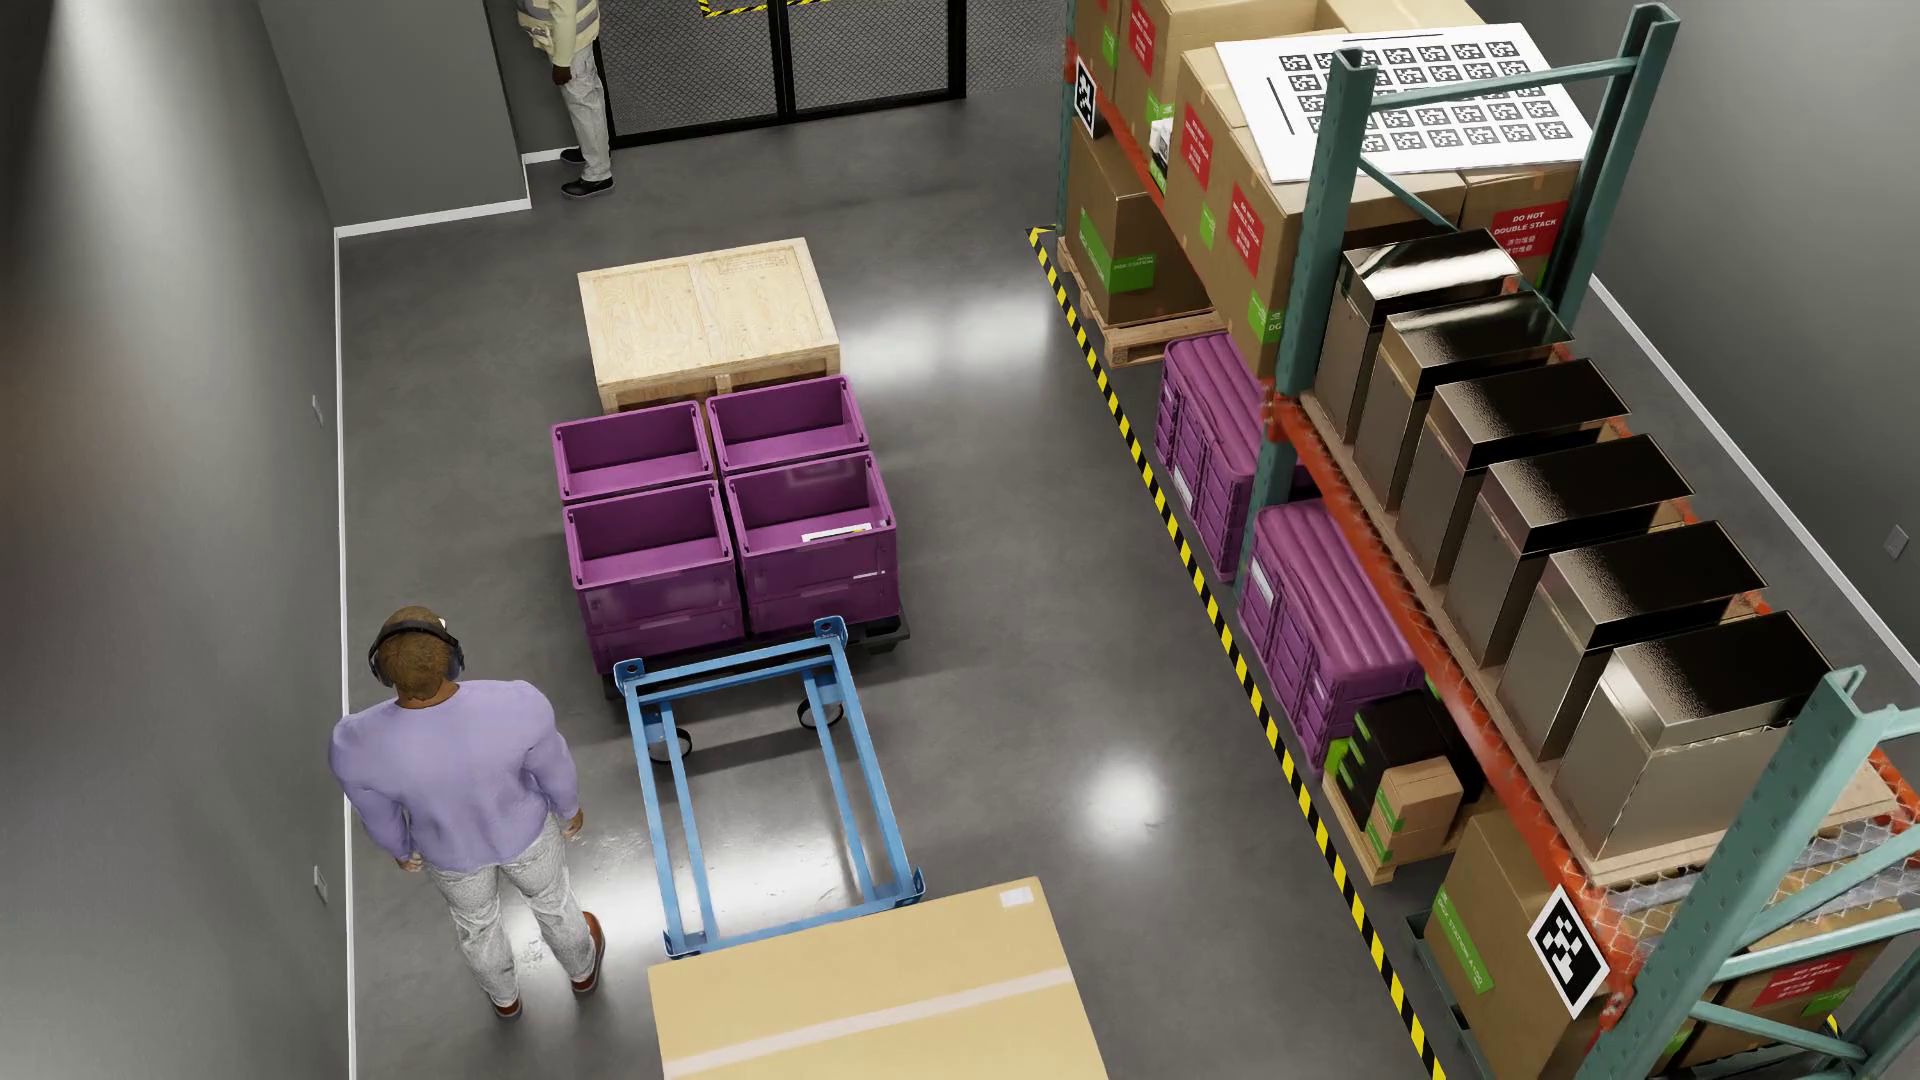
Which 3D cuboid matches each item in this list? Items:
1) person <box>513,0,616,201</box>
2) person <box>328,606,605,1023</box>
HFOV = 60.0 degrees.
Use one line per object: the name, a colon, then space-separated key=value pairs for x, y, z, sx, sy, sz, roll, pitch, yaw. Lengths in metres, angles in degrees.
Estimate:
person: x=-1.992 y=-2.563 z=8.311 sx=0.403 sy=1.833 sz=0.586 roll=-5 pitch=48 yaw=-5
person: x=-1.460 y=0.874 z=5.084 sx=0.632 sy=1.940 sz=0.372 roll=-13 pitch=49 yaw=-12
